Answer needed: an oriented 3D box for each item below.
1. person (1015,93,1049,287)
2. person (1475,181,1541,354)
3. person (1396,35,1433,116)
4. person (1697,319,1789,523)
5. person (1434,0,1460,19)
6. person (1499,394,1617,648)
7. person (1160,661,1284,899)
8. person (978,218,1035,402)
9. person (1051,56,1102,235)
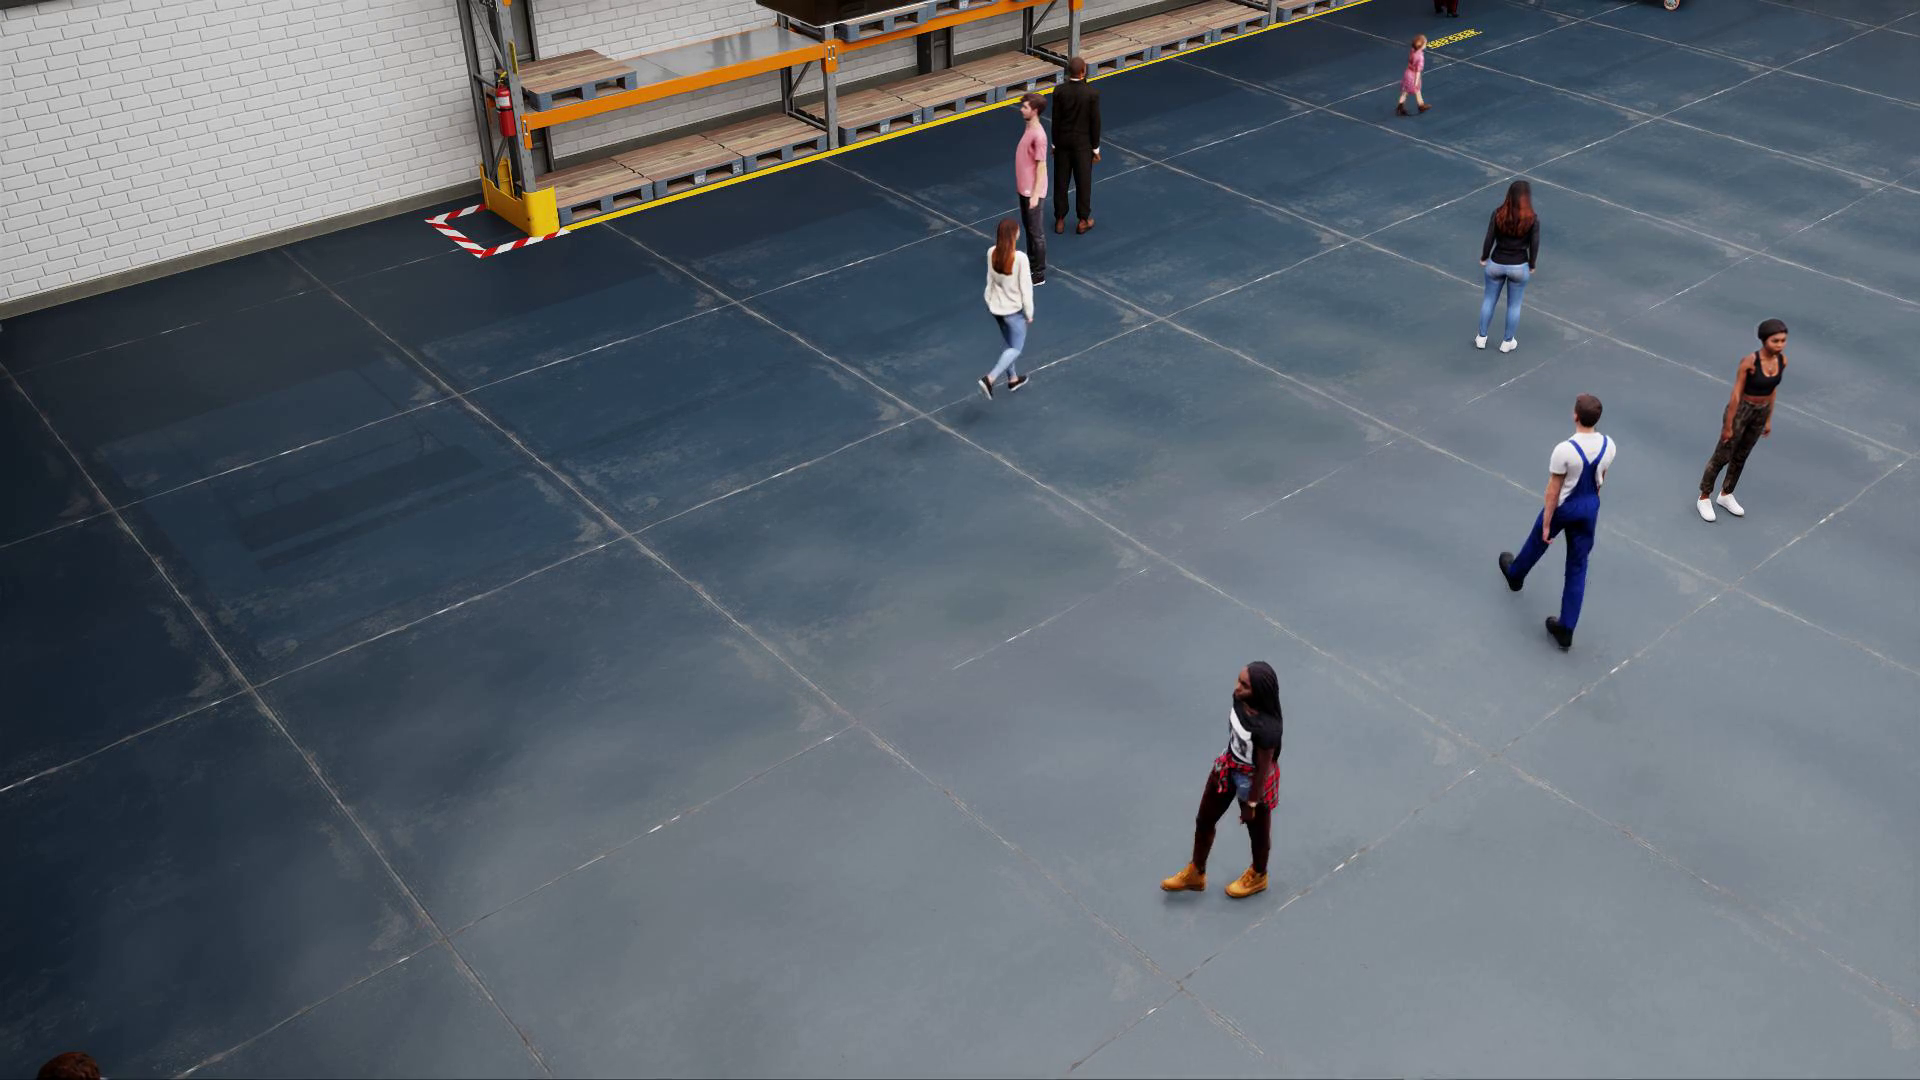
[{"bbox_3d":[0.732,-3.491,16.536,0.698,1.958,0.710,-8,34,-12],"label":"person"},{"bbox_3d":[5.075,-2.539,15.399,0.725,1.632,0.703,15,36,21],"label":"person"},{"bbox_3d":[5.660,-5.832,20.923,0.732,1.002,0.540,-14,36,-20],"label":"person"},{"bbox_3d":[6.126,-0.950,12.949,0.593,1.699,0.711,-8,35,-12],"label":"person"},{"bbox_3d":[7.258,-8.587,24.389,0.636,1.753,0.689,-19,38,-26],"label":"person"},{"bbox_3d":[4.292,-0.098,11.575,1.216,1.800,1.152,-3,34,-4],"label":"person"},{"bbox_3d":[1.707,1.366,9.452,0.939,1.712,0.763,-13,36,-18],"label":"person"},{"bbox_3d":[0.396,-1.974,14.510,0.699,1.675,0.977,26,42,34],"label":"person"},{"bbox_3d":[1.214,-4.186,17.631,0.793,1.904,0.821,8,34,11],"label":"person"}]
